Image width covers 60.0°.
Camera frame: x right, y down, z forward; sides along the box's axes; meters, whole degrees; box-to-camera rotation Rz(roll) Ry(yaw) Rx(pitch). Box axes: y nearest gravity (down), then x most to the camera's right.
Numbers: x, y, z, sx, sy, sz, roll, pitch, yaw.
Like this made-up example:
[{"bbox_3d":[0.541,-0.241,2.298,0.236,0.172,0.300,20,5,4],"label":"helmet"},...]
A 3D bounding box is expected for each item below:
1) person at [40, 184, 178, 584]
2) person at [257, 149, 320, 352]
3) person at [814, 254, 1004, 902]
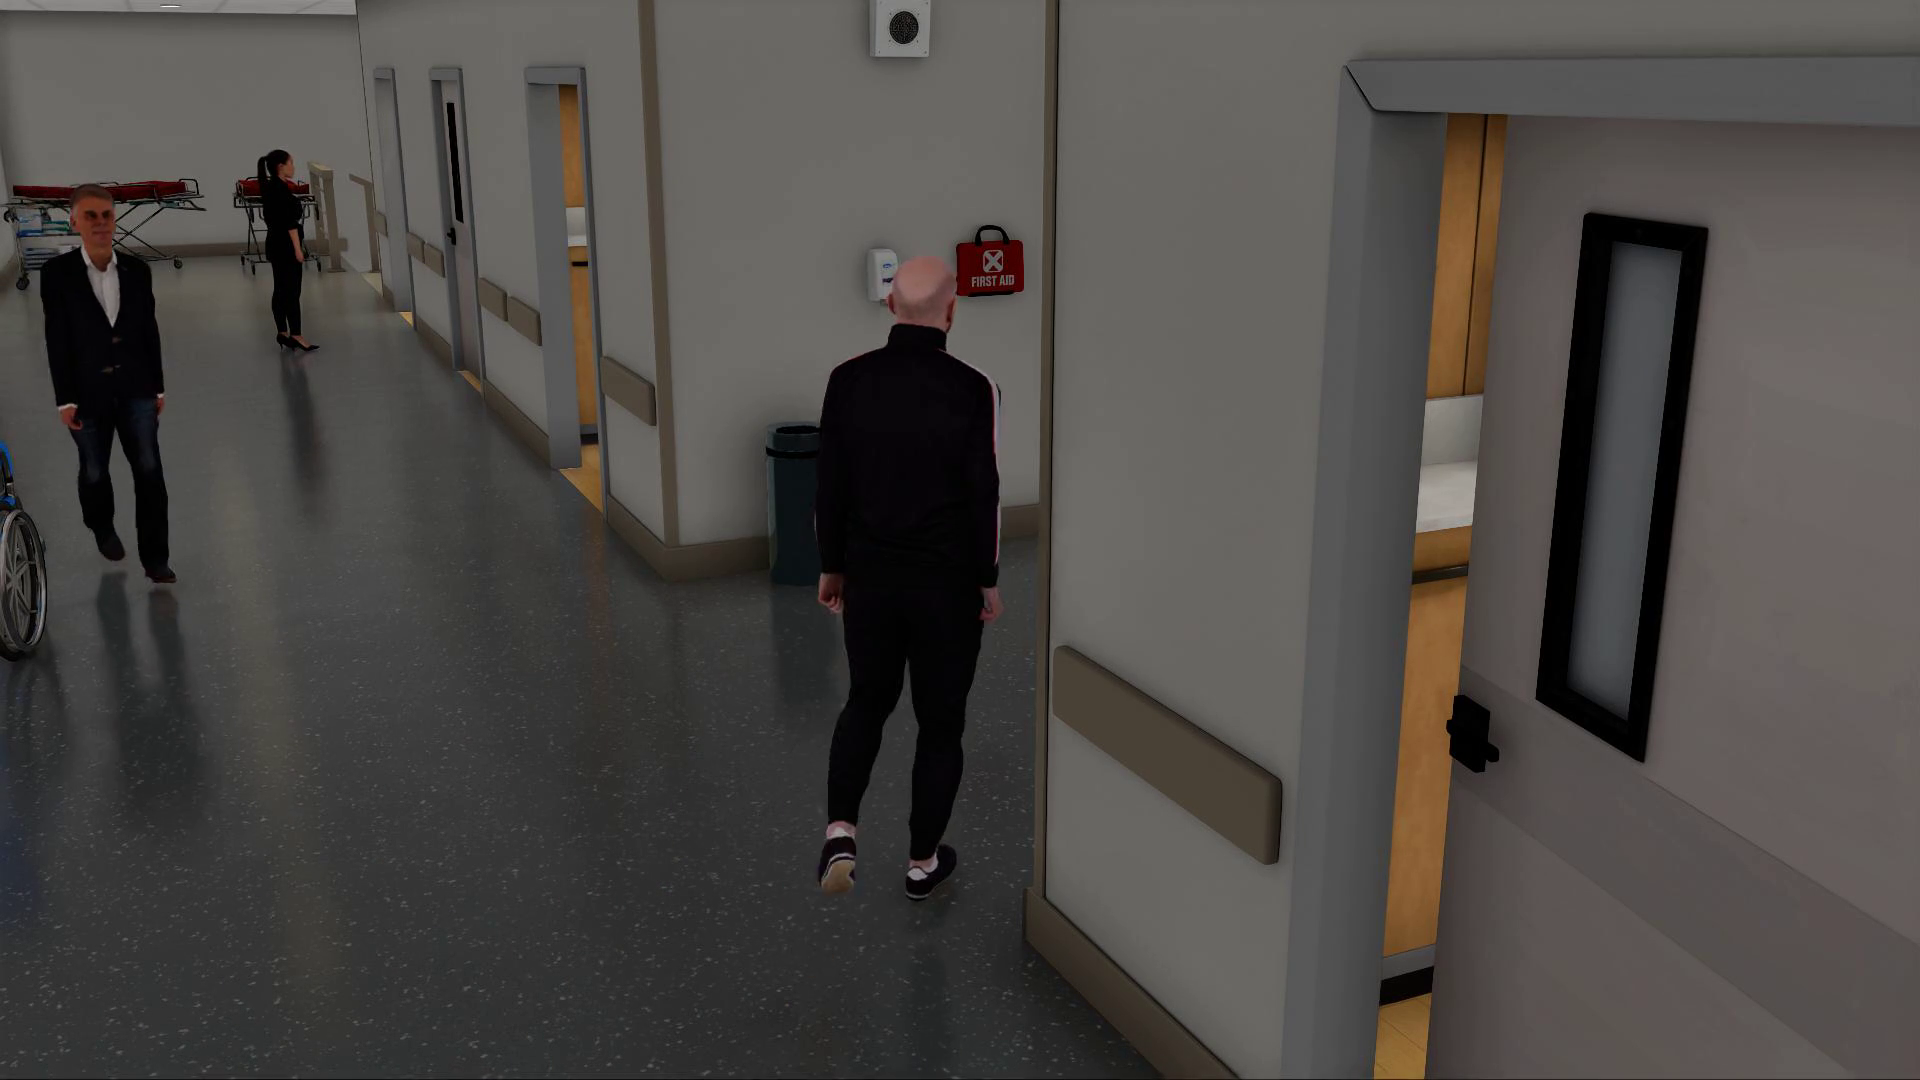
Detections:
[{"bbox_3d":[-3.934,-0.709,7.644,0.777,1.785,1.202,-11,19,-35],"label":"person"},{"bbox_3d":[-5.686,-2.433,13.986,0.607,1.663,0.732,15,22,42],"label":"person"},{"bbox_3d":[-0.148,0.175,4.445,0.930,1.820,0.999,4,16,15],"label":"person"}]
